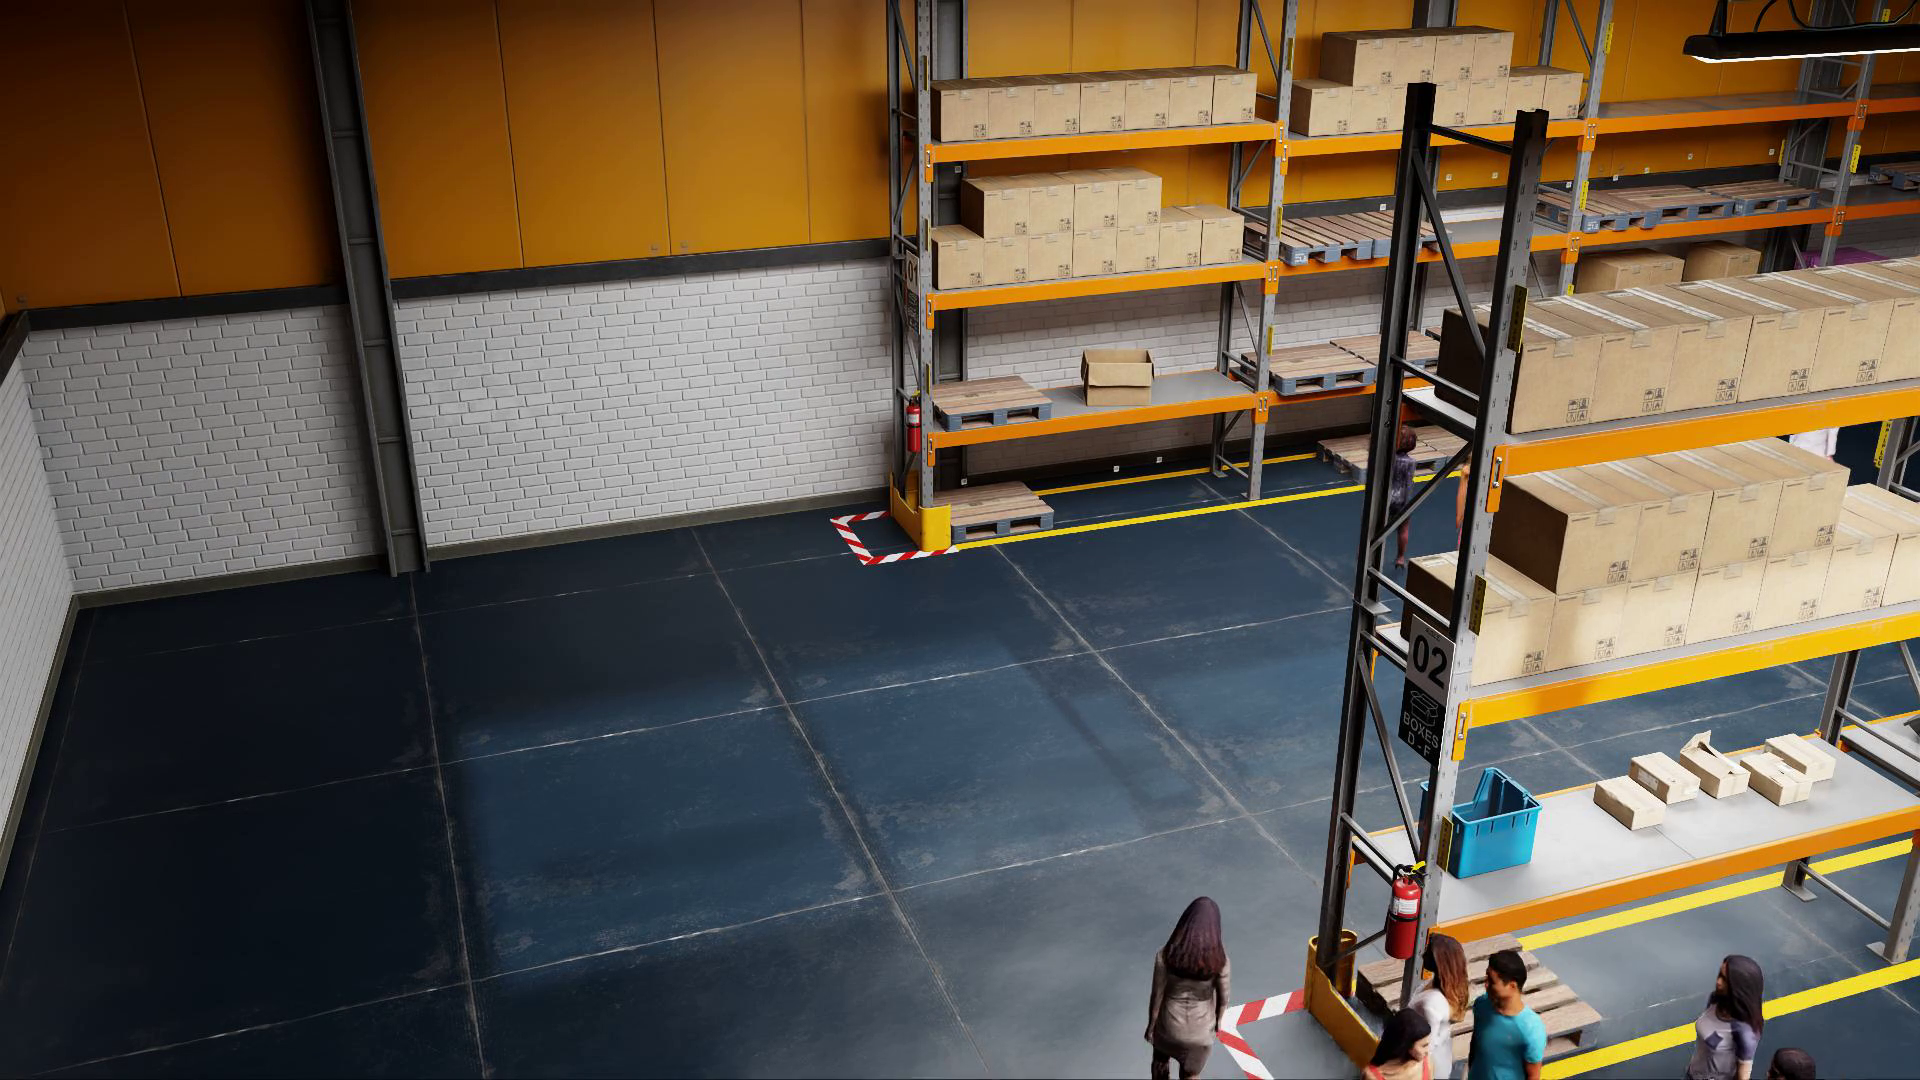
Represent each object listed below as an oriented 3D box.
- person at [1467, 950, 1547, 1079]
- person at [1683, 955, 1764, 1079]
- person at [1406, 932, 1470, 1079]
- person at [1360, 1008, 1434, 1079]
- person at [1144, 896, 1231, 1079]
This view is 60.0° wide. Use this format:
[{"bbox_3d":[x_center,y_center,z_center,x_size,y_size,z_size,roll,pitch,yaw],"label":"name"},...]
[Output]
[{"bbox_3d":[3.019,3.009,9.126,1.079,1.746,0.786,-16,28,-32],"label":"person"},{"bbox_3d":[4.229,3.016,9.177,0.894,1.693,0.758,1,24,1],"label":"person"},{"bbox_3d":[2.681,2.971,9.228,1.129,1.735,1.041,9,25,19],"label":"person"},{"bbox_3d":[2.247,3.175,8.799,0.561,1.704,0.692,-8,25,-17],"label":"person"},{"bbox_3d":[1.293,2.853,9.502,0.691,1.730,0.786,3,24,7],"label":"person"}]
